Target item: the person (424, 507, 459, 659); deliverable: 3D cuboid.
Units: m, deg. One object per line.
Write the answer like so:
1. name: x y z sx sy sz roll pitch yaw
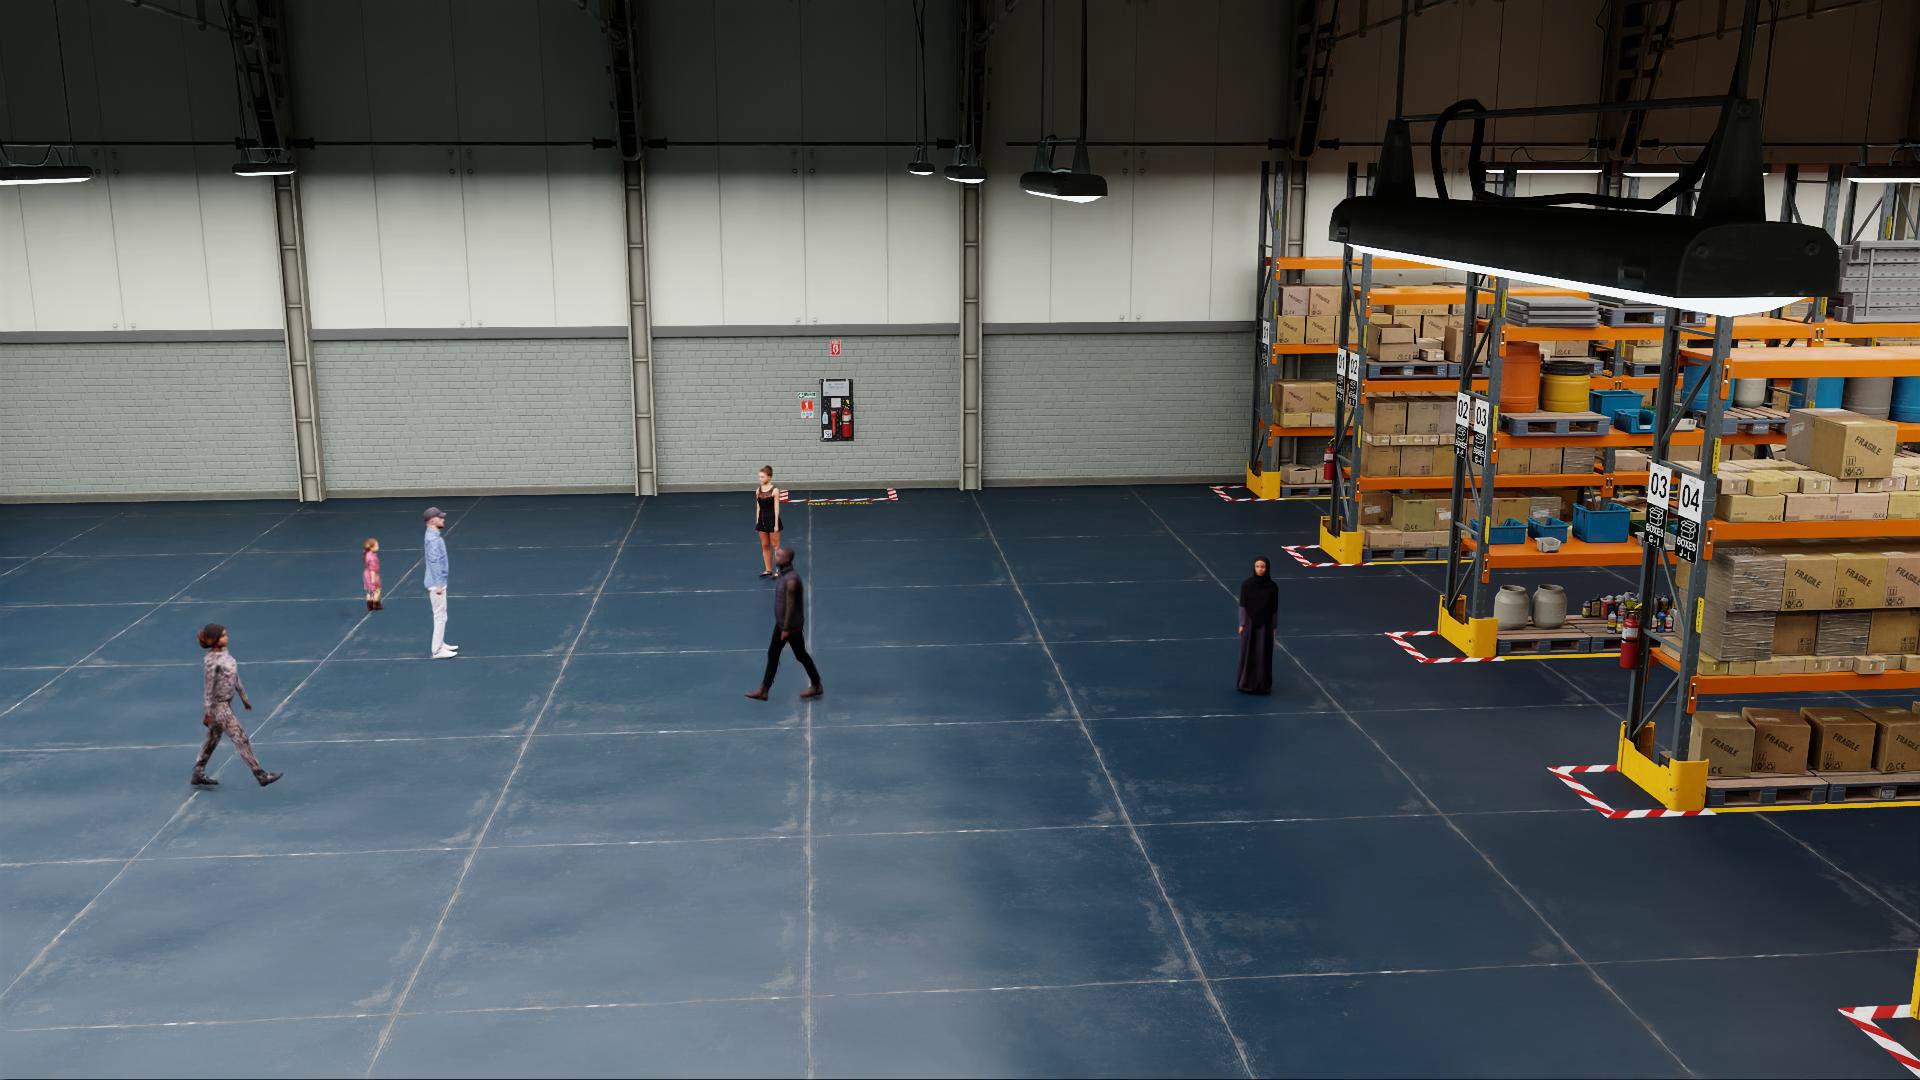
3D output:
1. person: -6.500 0.513 20.659 0.672 1.887 0.700 -5 14 -20

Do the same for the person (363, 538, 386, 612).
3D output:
1. person: -8.090 0.481 22.733 0.561 1.013 0.509 -10 16 -37

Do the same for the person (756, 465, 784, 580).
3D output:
1. person: -2.804 -0.268 24.489 0.673 1.681 0.752 8 15 31

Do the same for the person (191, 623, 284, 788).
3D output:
1. person: -7.286 1.659 16.212 1.169 1.660 0.638 0 13 0

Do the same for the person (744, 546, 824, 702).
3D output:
1. person: -1.855 0.978 18.869 1.243 1.789 0.943 -5 14 -21

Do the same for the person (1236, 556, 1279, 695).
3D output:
1. person: 3.458 0.974 19.275 0.627 1.613 0.736 3 13 14
